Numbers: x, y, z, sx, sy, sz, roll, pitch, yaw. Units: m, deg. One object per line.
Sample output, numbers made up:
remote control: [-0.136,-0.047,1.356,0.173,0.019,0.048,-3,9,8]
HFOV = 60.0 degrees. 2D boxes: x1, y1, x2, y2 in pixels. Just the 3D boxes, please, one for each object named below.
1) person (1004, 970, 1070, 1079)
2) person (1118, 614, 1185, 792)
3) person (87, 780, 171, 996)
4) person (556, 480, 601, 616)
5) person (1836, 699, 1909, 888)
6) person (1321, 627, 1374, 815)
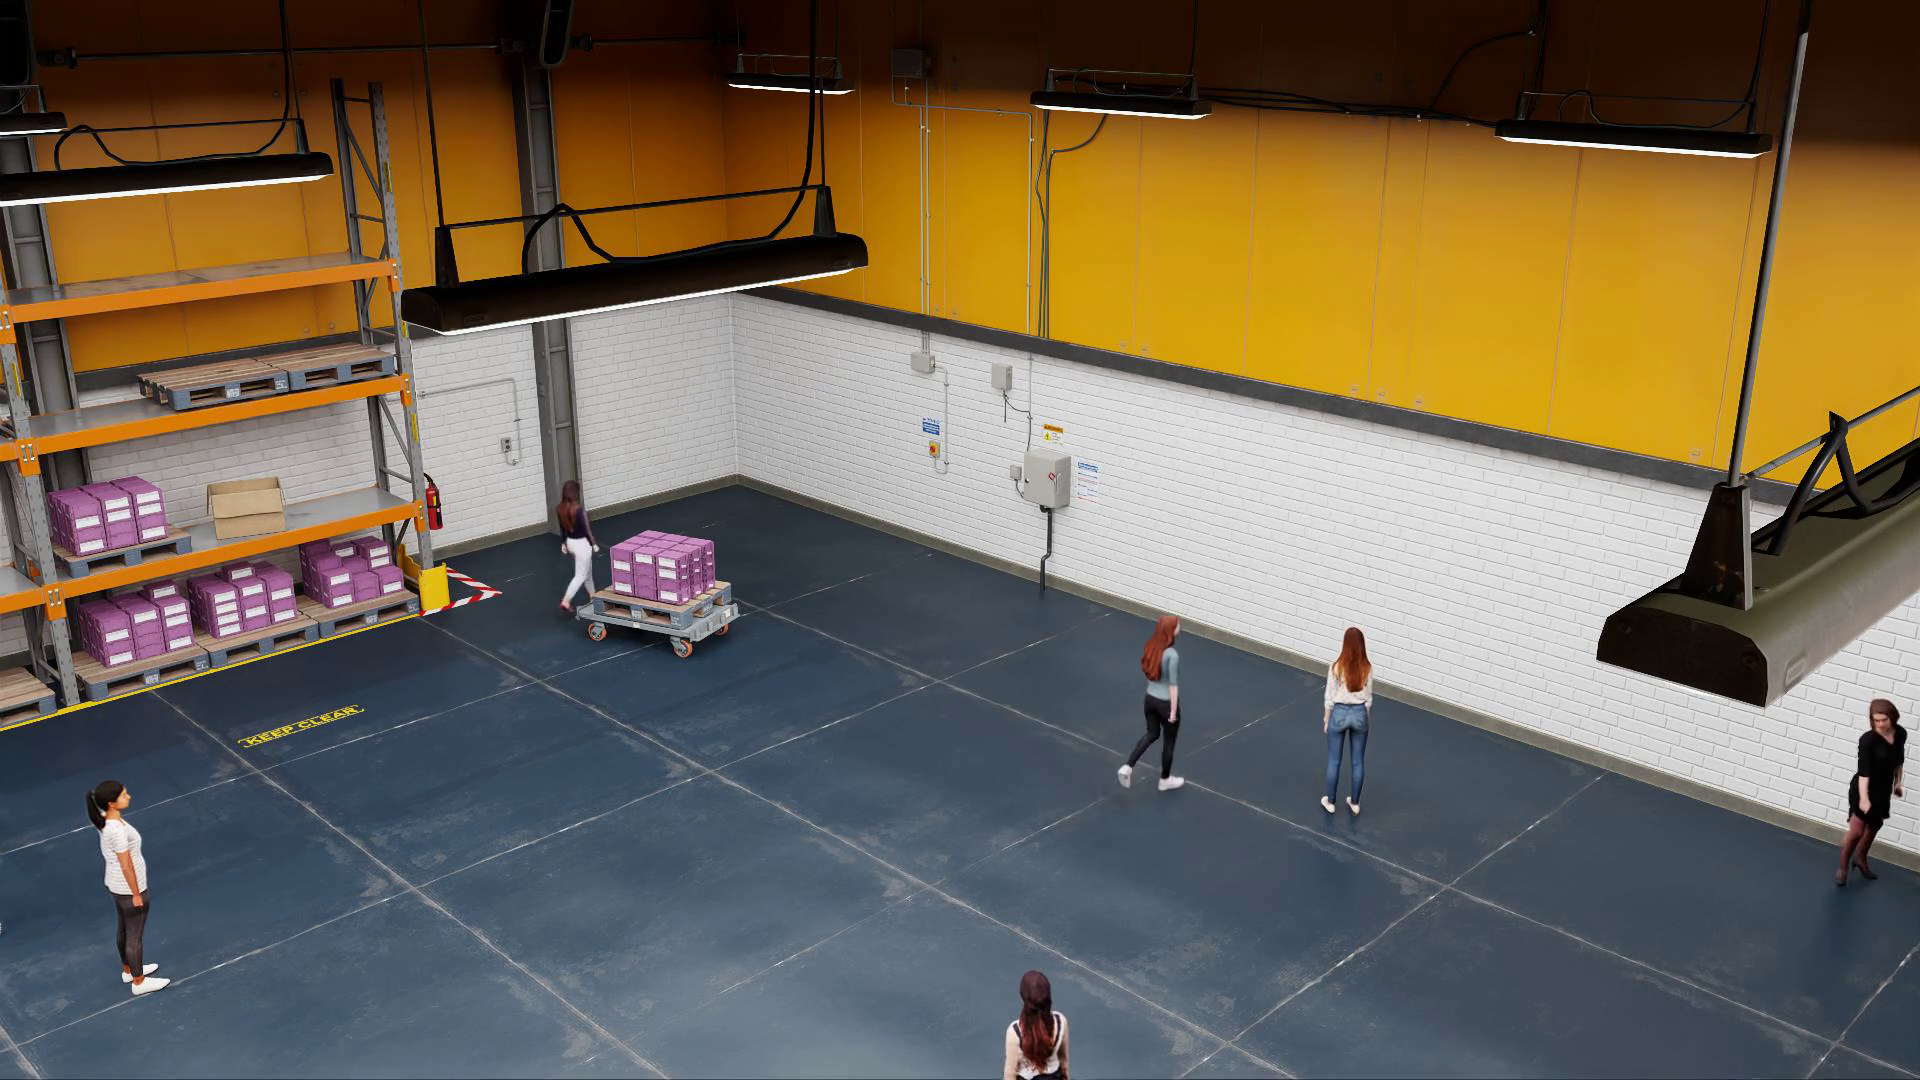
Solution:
person: [0.480,3.293,9.686,0.790,1.637,0.743,-9,21,-25]
person: [1.730,1.494,14.885,1.006,1.729,0.709,-11,22,-31]
person: [-6.047,2.492,12.051,0.544,1.646,0.587,-15,24,-37]
person: [-4.436,0.115,19.218,0.683,1.576,1.047,14,23,36]
person: [7.312,2.029,13.382,0.636,1.675,0.782,-13,22,-33]
person: [3.421,1.581,14.627,0.638,1.728,0.687,1,19,3]
